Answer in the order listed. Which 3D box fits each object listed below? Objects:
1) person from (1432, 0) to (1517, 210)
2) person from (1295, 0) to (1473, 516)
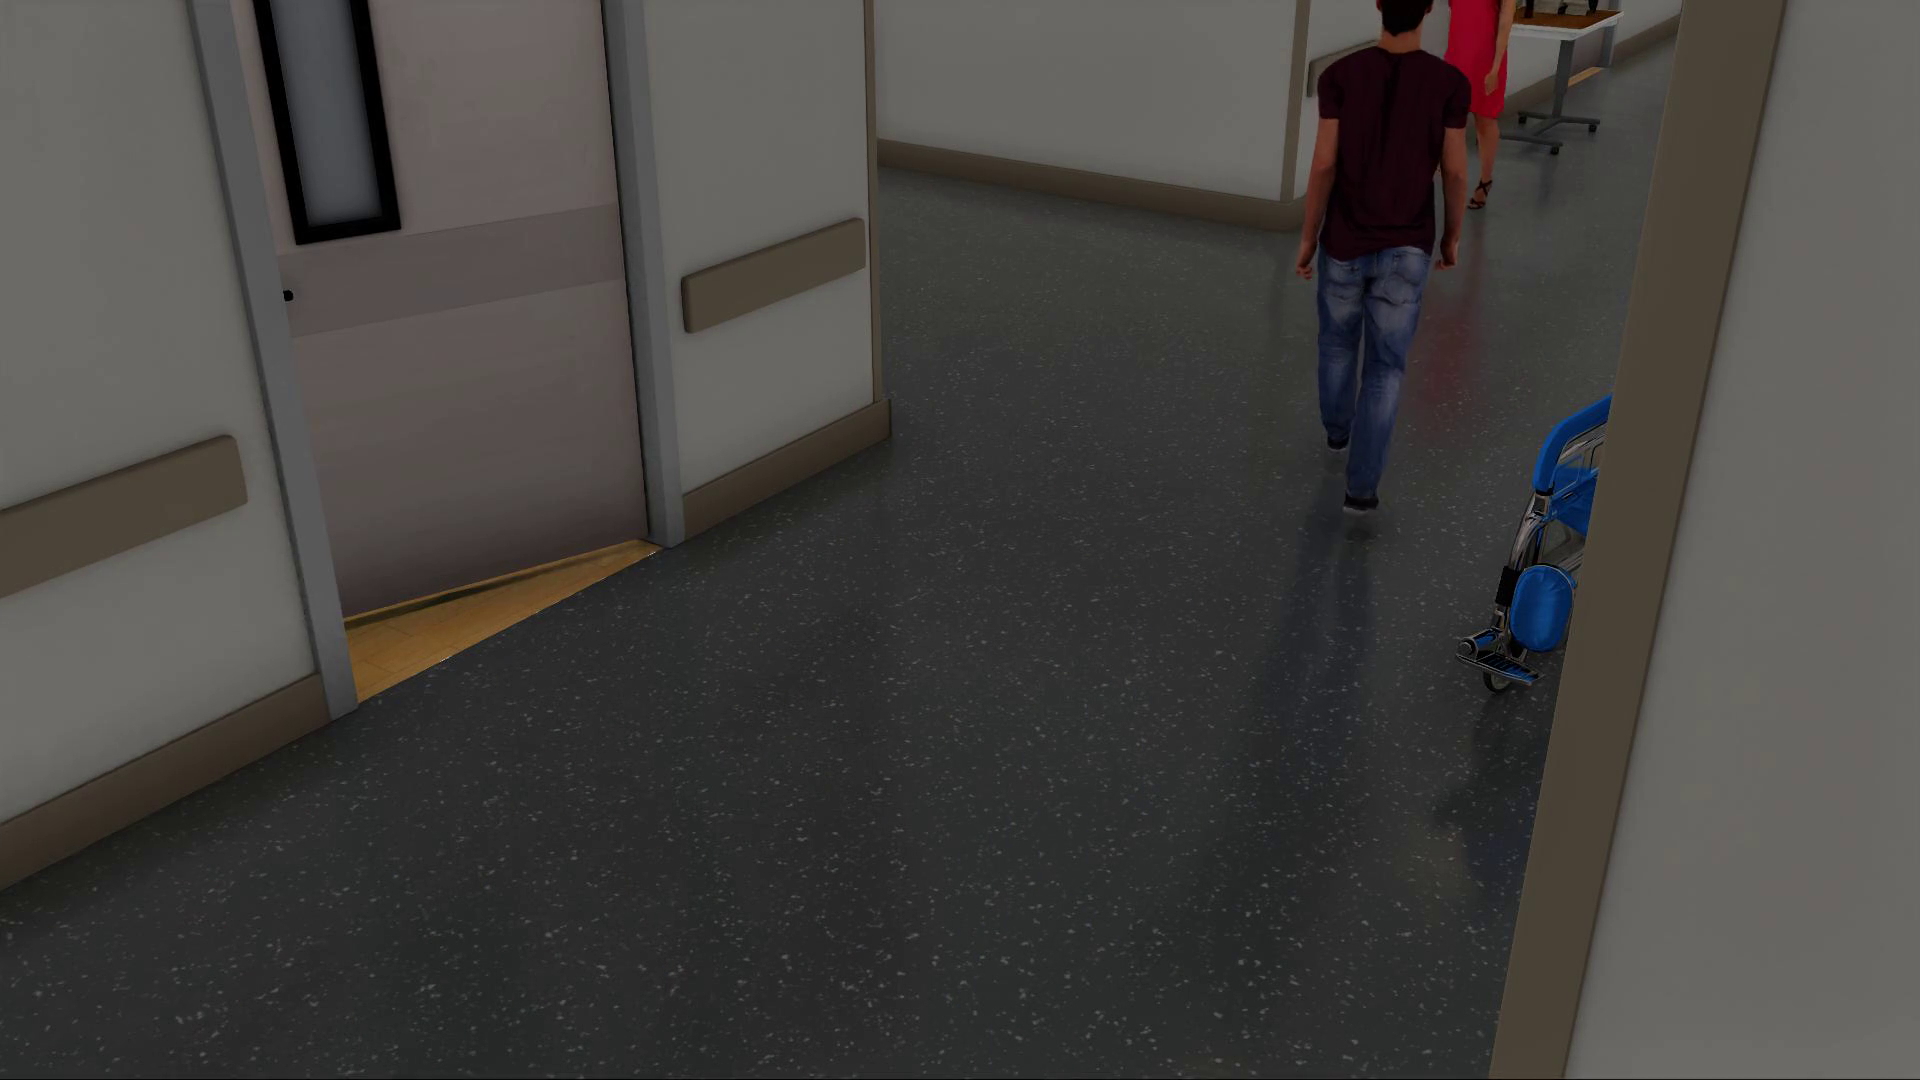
[{"bbox_3d":[2.890,-2.592,9.166,1.064,1.645,0.716,-23,34,-39],"label":"person"},{"bbox_3d":[1.400,-0.959,5.595,0.904,1.806,1.255,8,27,17],"label":"person"}]
